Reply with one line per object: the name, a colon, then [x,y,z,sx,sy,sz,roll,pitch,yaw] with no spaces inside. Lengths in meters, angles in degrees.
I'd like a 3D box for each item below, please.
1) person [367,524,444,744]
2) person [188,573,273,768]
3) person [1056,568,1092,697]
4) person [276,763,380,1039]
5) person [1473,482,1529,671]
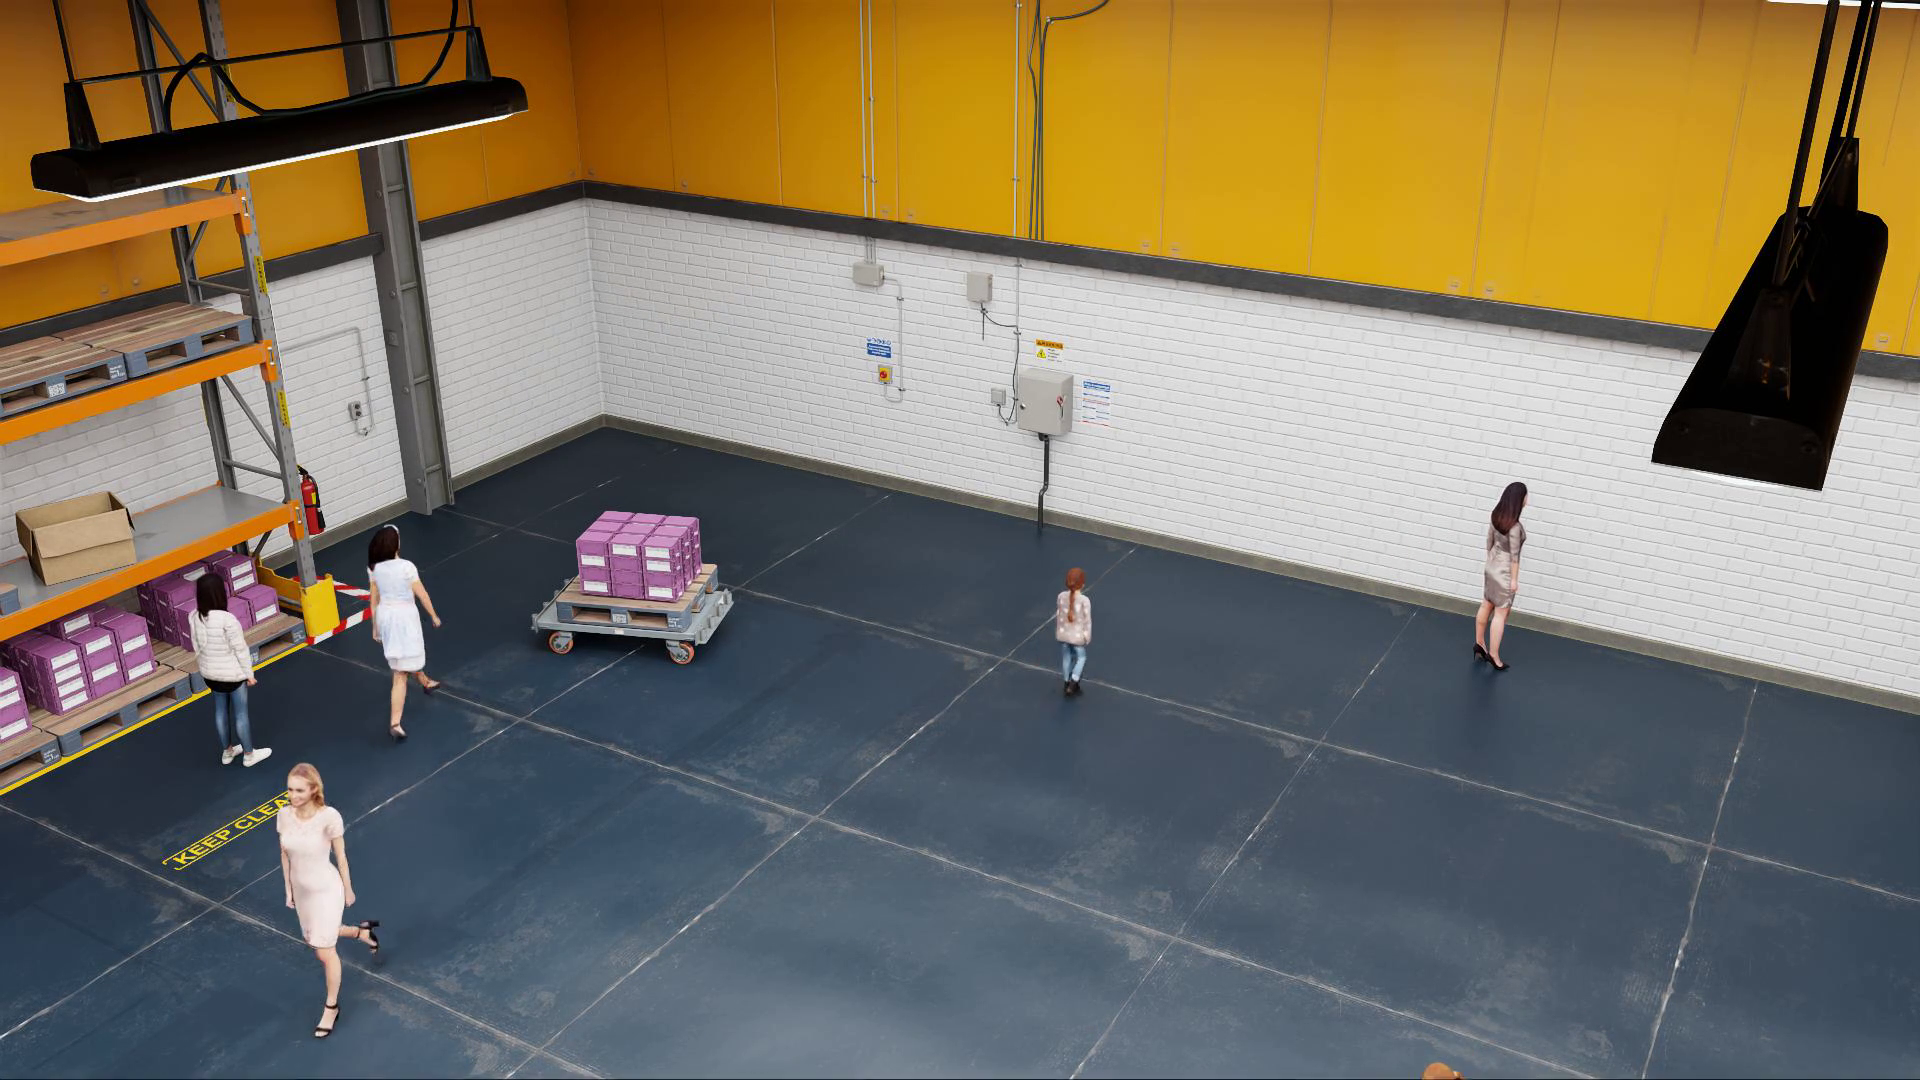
person: [-4.565,0.803,13.435,0.881,1.769,1.236,6,24,14]
person: [-5.793,1.021,13.103,0.680,1.636,0.633,6,24,14]
person: [0.935,0.808,14.149,0.496,1.188,0.551,11,26,24]
person: [-3.927,2.146,10.310,0.770,1.810,1.081,5,24,12]
person: [4.756,0.301,14.614,0.725,1.745,0.658,-5,24,-12]
